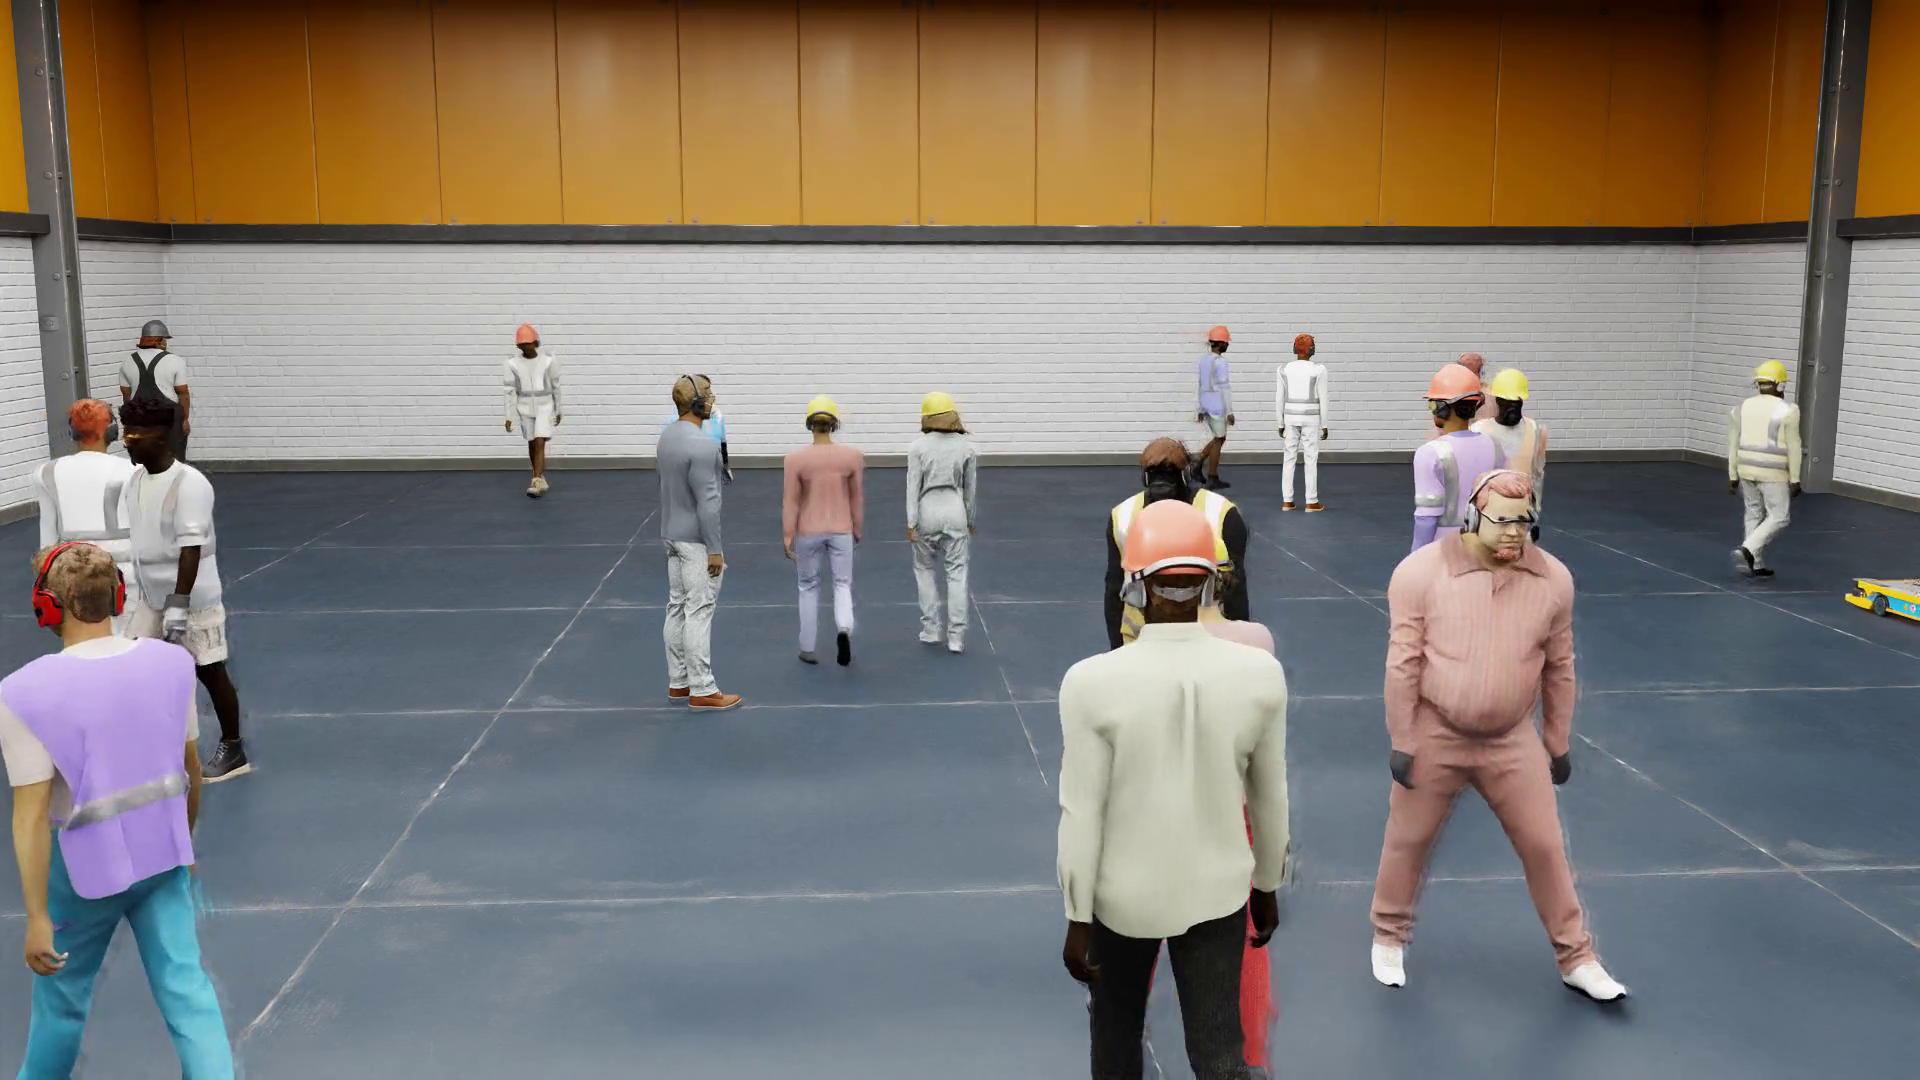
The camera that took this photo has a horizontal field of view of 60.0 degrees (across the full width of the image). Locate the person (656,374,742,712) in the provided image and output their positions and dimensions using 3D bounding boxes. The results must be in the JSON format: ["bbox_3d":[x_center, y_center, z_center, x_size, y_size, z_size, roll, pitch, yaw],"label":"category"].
[{"bbox_3d":[-1.527,0.015,9.585,0.370,1.940,0.630,-6,11,-32],"label":"person"}]

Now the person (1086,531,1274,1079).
[{"bbox_3d":[0.729,0.806,5.274,0.546,1.736,0.810,-4,10,-24],"label":"person"}]

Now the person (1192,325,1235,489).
[{"bbox_3d":[2.985,-1.543,19.416,0.441,1.922,0.553,-2,9,-14],"label":"person"}]

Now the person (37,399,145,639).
[{"bbox_3d":[-4.460,0.195,8.689,0.577,1.872,0.406,1,9,4],"label":"person"}]

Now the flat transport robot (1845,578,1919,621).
[{"bbox_3d":[7.085,0.478,11.894,0.652,0.197,1.431,-1,9,-5],"label":"flat transport robot"}]

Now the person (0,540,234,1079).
[{"bbox_3d":[-2.346,0.889,4.551,0.993,1.788,0.603,5,10,30],"label":"person"}]

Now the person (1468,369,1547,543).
[{"bbox_3d":[3.519,-0.143,10.700,0.612,1.889,0.871,-1,9,-5],"label":"person"}]

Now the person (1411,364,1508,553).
[{"bbox_3d":[2.529,0.115,8.629,0.605,2.044,0.375,-6,11,-33],"label":"person"}]

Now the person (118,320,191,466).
[{"bbox_3d":[-8.419,-1.300,17.524,0.683,2.000,0.536,0,9,-1],"label":"person"}]

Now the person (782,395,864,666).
[{"bbox_3d":[-0.856,-0.040,10.526,0.550,1.745,0.602,-2,9,-12],"label":"person"}]

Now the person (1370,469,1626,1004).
[{"bbox_3d":[1.853,0.670,5.738,0.797,1.870,0.516,0,9,0],"label":"person"}]

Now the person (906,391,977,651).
[{"bbox_3d":[-0.128,-0.125,11.088,0.507,1.723,0.538,-2,9,-11],"label":"person"}]

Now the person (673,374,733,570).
[{"bbox_3d":[-2.261,-0.597,14.269,0.770,1.667,0.532,7,11,36],"label":"person"}]

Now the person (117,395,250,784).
[{"bbox_3d":[-3.853,0.282,7.947,0.624,1.925,0.913,6,11,31],"label":"person"}]

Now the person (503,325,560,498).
[{"bbox_3d":[-4.861,-1.474,18.934,0.615,1.954,1.136,-1,9,-8],"label":"person"}]

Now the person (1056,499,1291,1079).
[{"bbox_3d":[0.557,0.878,4.129,0.629,1.958,0.969,-2,9,-12],"label":"person"}]

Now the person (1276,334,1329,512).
[{"bbox_3d":[3.624,-1.233,17.595,0.576,1.882,0.355,5,10,30],"label":"person"}]

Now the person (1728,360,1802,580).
[{"bbox_3d":[6.486,-0.546,13.484,0.562,1.817,0.600,-5,10,-27],"label":"person"}]

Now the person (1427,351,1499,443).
[{"bbox_3d":[4.054,-0.569,13.411,0.645,1.893,0.422,-2,9,-13],"label":"person"}]

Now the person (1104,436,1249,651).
[{"bbox_3d":[0.958,0.441,7.302,0.655,1.818,0.640,4,10,22],"label":"person"}]
